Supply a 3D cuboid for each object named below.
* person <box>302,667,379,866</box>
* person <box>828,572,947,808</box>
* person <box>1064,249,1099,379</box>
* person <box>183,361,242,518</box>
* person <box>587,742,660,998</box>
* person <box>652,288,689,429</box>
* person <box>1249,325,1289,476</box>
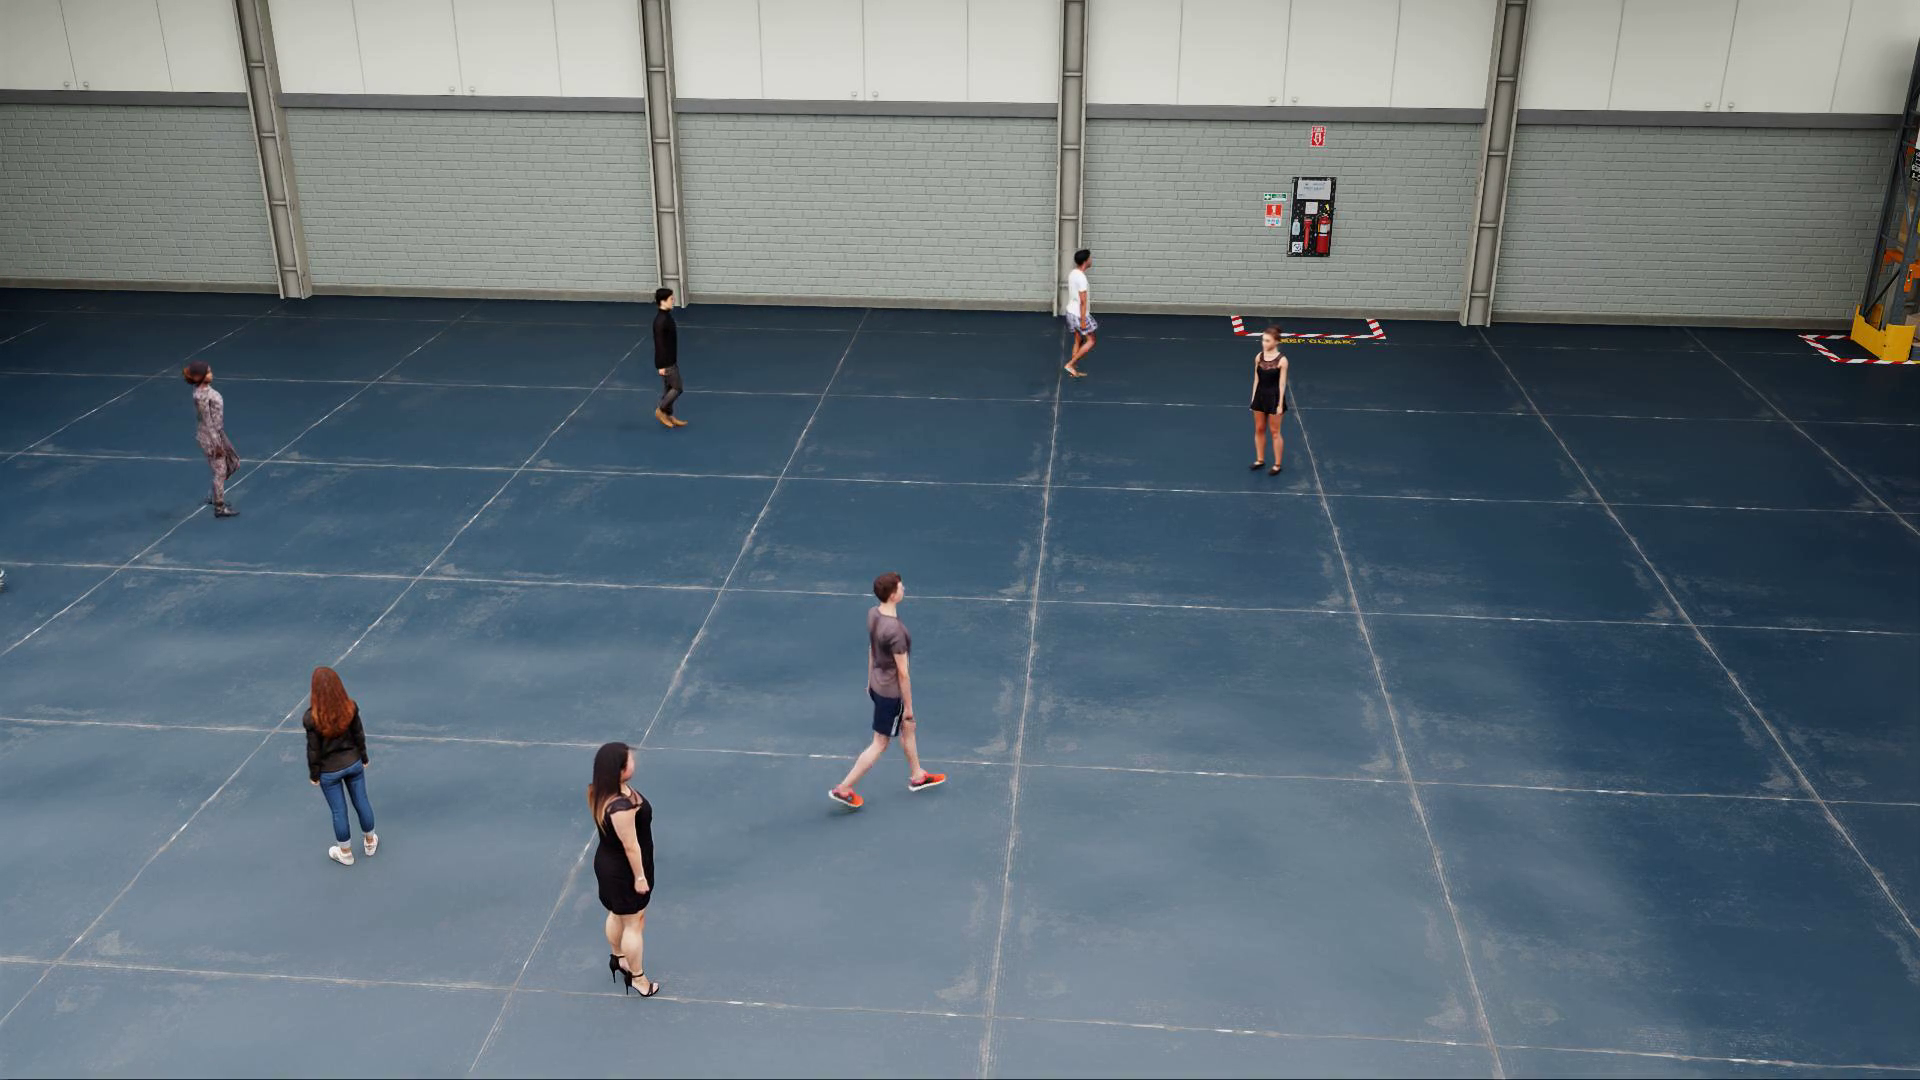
[{"bbox_3d":[-4.279,1.544,11.468,0.632,1.483,0.683,-20,30,-39],"label":"person"},{"bbox_3d":[-0.590,1.127,12.024,1.273,1.814,1.030,-10,25,-22],"label":"person"},{"bbox_3d":[1.484,-2.919,21.660,0.772,1.718,0.760,-6,24,-14],"label":"person"},{"bbox_3d":[-7.831,-1.034,17.245,0.719,1.705,0.677,-6,24,-13],"label":"person"},{"bbox_3d":[-2.050,1.994,10.104,0.796,1.720,0.752,-15,27,-32],"label":"person"},{"bbox_3d":[-3.566,-2.166,19.892,0.635,1.718,0.683,0,23,0],"label":"person"},{"bbox_3d":[3.459,-1.568,18.540,0.685,1.673,0.755,20,30,39],"label":"person"}]
